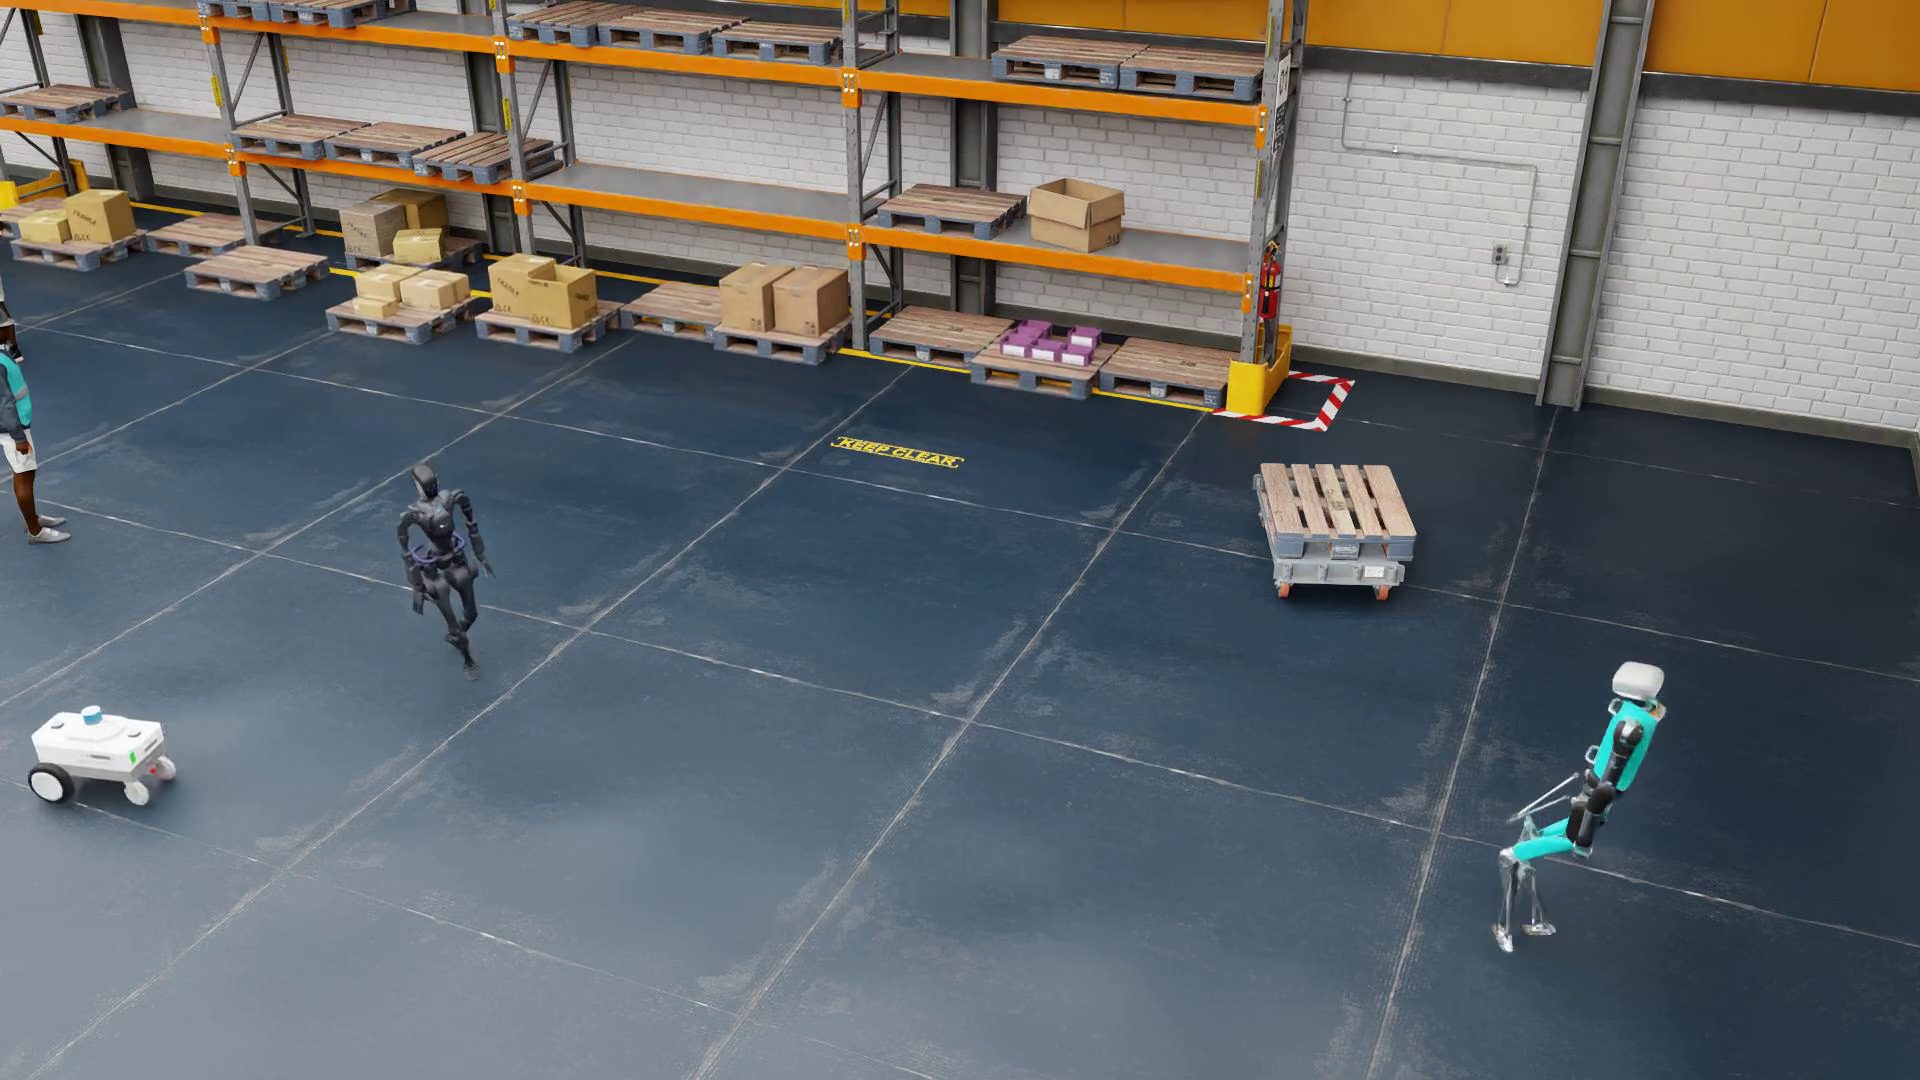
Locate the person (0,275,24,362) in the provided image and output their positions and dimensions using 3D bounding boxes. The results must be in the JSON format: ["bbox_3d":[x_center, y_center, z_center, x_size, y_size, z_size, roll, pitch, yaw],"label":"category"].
[{"bbox_3d":[-9.597,-2.669,16.257,0.602,1.966,0.372,24,36,38],"label":"person"}]

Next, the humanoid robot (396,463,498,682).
[{"bbox_3d":[-3.464,0.166,11.131,0.626,1.644,0.567,-20,33,-34],"label":"humanoid robot"}]

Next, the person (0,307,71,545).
[{"bbox_3d":[-7.320,-0.894,12.844,0.427,1.938,0.564,-15,31,-27],"label":"person"}]

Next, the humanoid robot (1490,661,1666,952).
[{"bbox_3d":[3.096,1.375,8.668,0.842,1.781,0.570,16,31,28],"label":"humanoid robot"}]

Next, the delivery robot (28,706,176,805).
[{"bbox_3d":[-5.240,1.287,10.127,0.791,0.598,0.499,5,28,9],"label":"delivery robot"}]
